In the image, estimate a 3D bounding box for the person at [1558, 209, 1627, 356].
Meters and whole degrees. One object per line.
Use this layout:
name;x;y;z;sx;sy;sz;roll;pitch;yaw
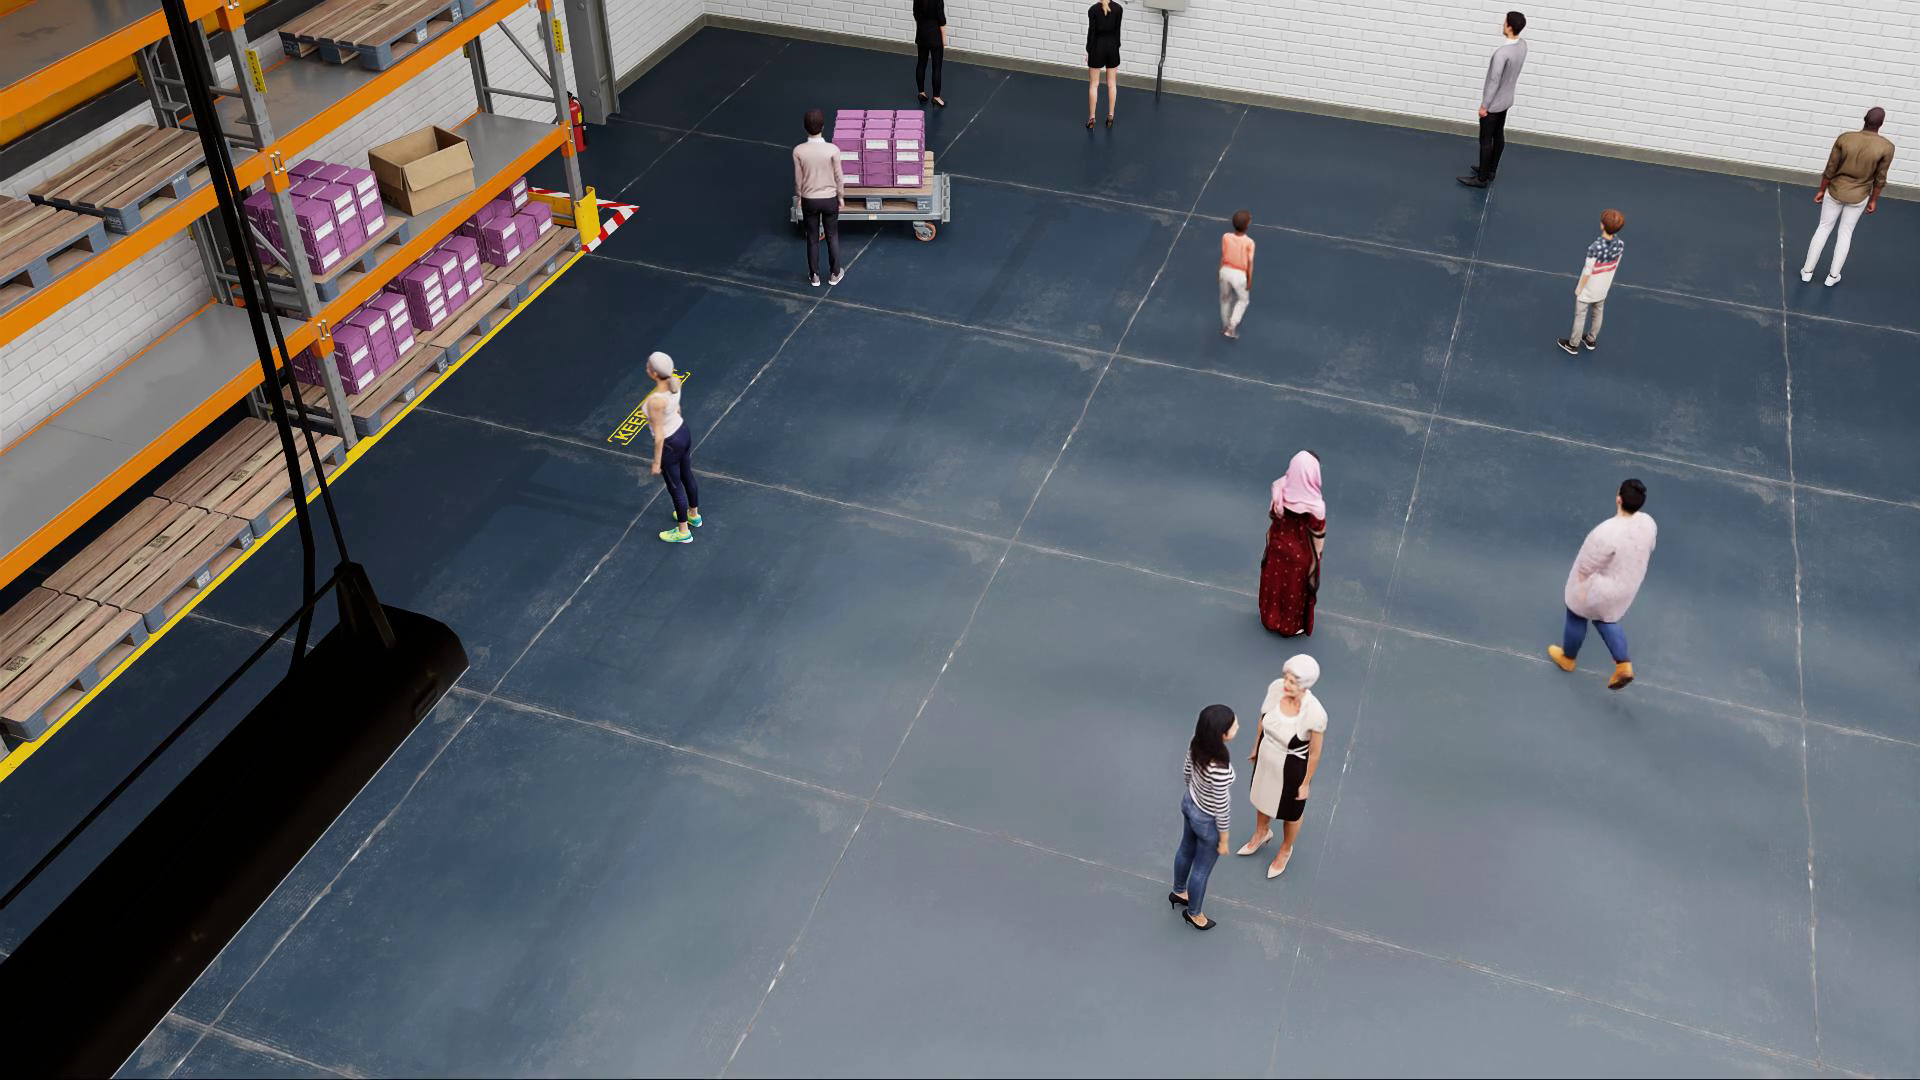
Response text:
person;5.853;-2.385;15.299;0.596;1.439;0.647;-13;41;-16

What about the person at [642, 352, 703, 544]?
person;-2.246;-0.735;13.022;0.660;1.702;0.474;11;40;13

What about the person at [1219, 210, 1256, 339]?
person;2.539;-2.453;15.493;0.549;1.302;0.629;20;43;23

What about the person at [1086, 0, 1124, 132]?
person;1.630;-5.552;19.001;0.646;1.767;0.672;-8;39;-10

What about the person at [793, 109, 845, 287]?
person;-1.367;-3.324;16.177;0.695;1.810;0.671;0;39;0

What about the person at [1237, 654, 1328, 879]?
person;2.018;1.390;10.318;0.708;1.756;0.705;-26;46;-29

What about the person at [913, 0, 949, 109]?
person;-0.358;-5.909;19.533;0.666;1.662;0.654;26;45;29

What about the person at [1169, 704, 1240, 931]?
person;1.460;1.658;9.950;0.715;1.796;0.625;-12;40;-14

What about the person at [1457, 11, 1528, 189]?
person;5.774;-4.724;17.841;0.889;1.922;0.710;29;47;31

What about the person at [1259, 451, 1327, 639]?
person;2.435;0.027;12.120;0.769;1.637;0.760;-29;47;-31

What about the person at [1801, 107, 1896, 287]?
person;8.637;-3.350;16.198;0.764;1.825;0.621;20;43;23

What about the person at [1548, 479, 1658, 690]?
person;4.580;0.348;11.648;0.988;1.725;1.076;-13;40;-16
